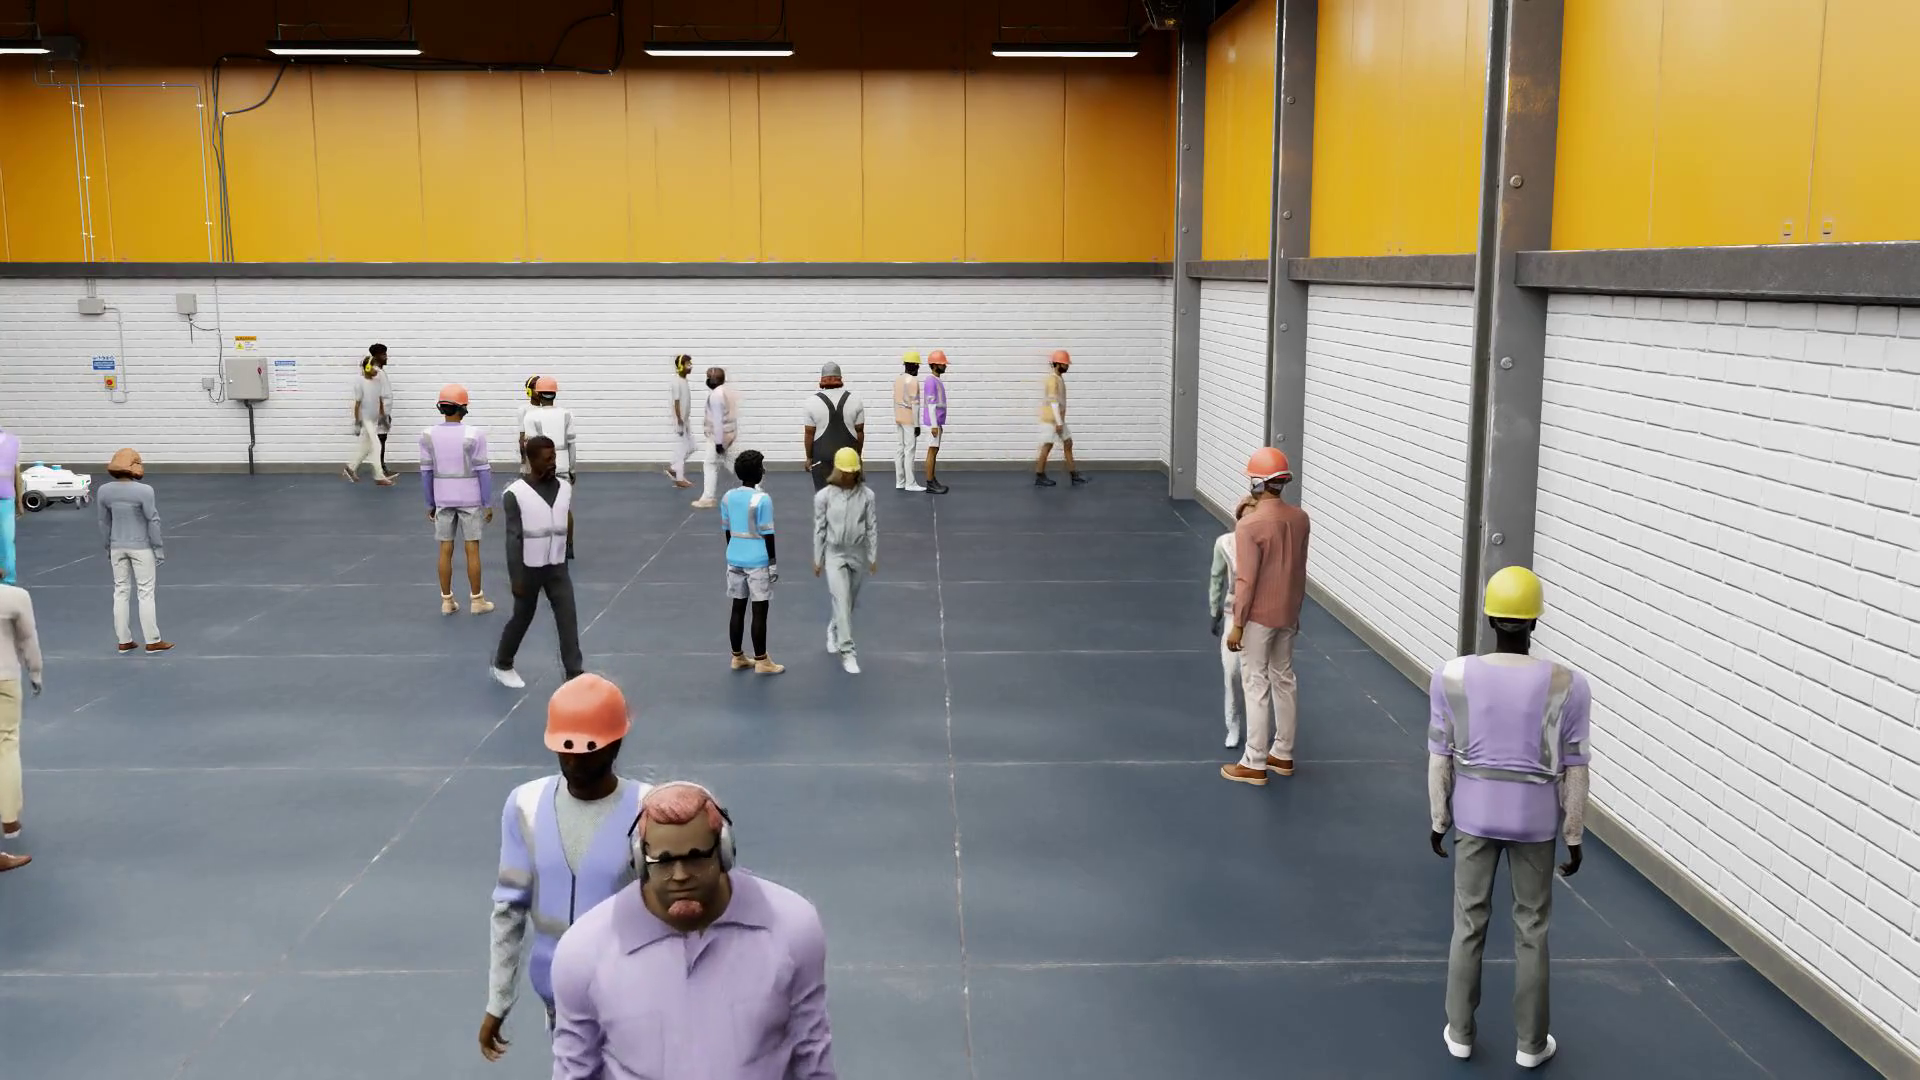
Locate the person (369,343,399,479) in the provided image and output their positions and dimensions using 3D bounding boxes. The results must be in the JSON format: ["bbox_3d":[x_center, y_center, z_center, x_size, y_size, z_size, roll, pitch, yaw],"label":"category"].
[{"bbox_3d":[-8.395,-1.867,24.101,0.368,1.966,0.603,-1,9,-4],"label":"person"}]

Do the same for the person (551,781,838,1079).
[{"bbox_3d":[-0.616,1.464,3.910,0.670,1.889,0.569,-2,10,-15],"label":"person"}]

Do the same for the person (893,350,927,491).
[{"bbox_3d":[-0.699,-1.628,22.763,0.383,1.923,0.589,-5,11,-28],"label":"person"}]

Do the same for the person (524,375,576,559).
[{"bbox_3d":[-4.273,-0.747,17.319,0.552,1.935,0.374,-6,11,-34],"label":"person"}]

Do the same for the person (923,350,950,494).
[{"bbox_3d":[-0.315,-1.598,22.535,0.361,1.939,0.542,1,9,5],"label":"person"}]

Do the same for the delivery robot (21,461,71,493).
[{"bbox_3d":[-11.840,-0.768,21.390,0.477,0.478,0.707,6,11,32],"label":"delivery robot"}]

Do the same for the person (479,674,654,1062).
[{"bbox_3d":[-1.083,1.306,4.928,0.550,1.889,1.014,2,10,13],"label":"person"}]

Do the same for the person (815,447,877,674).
[{"bbox_3d":[-0.898,0.114,12.792,0.485,1.701,0.848,-4,10,-24],"label":"person"}]

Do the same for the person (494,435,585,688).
[{"bbox_3d":[-3.004,0.183,11.828,1.001,1.880,0.599,7,11,36],"label":"person"}]

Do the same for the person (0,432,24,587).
[{"bbox_3d":[-9.035,-0.380,15.480,0.579,1.814,0.868,-7,12,-36],"label":"person"}]

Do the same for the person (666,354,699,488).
[{"bbox_3d":[-3.827,-1.639,23.048,0.406,1.848,0.554,1,9,5],"label":"person"}]

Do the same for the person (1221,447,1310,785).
[{"bbox_3d":[1.808,0.445,9.836,0.622,1.994,0.381,-8,12,-41],"label":"person"}]

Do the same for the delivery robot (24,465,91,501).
[{"bbox_3d":[-11.382,-0.702,20.987,0.707,0.478,0.477,-2,9,-13],"label":"delivery robot"}]

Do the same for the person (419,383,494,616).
[{"bbox_3d":[-4.386,-0.347,14.543,0.608,2.044,0.371,1,9,3],"label":"person"}]

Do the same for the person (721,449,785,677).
[{"bbox_3d":[-1.556,0.171,12.432,0.534,1.697,0.318,8,12,40],"label":"person"}]

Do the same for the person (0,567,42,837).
[{"bbox_3d":[-5.296,0.770,9.050,0.532,1.593,0.827,-6,11,-32],"label":"person"}]

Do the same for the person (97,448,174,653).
[{"bbox_3d":[-6.535,0.086,13.146,0.499,1.633,0.284,1,9,8],"label":"person"}]

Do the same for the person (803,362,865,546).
[{"bbox_3d":[-1.398,-0.952,18.261,0.674,2.000,0.535,-2,10,-14],"label":"person"}]

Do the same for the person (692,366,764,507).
[{"bbox_3d":[-2.958,-1.304,21.151,0.867,1.814,0.637,2,9,11],"label":"person"}]

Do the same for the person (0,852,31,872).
[{"bbox_3d":[-5.067,0.785,8.119,0.650,1.888,0.717,6,11,32],"label":"person"}]

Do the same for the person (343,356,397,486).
[{"bbox_3d":[-8.349,-1.681,23.403,0.867,1.835,0.502,2,9,13],"label":"person"}]

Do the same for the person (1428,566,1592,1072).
[{"bbox_3d":[2.066,1.053,6.306,0.587,1.930,0.355,4,10,22],"label":"person"}]

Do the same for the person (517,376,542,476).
[{"bbox_3d":[-4.648,-0.871,18.289,0.310,1.868,0.532,4,10,23],"label":"person"}]

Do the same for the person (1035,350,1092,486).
[{"bbox_3d":[1.449,-1.680,23.136,0.899,1.897,0.583,3,10,16],"label":"person"}]

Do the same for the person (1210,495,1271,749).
[{"bbox_3d":[1.852,0.517,10.523,0.548,1.615,0.552,2,9,12],"label":"person"}]
